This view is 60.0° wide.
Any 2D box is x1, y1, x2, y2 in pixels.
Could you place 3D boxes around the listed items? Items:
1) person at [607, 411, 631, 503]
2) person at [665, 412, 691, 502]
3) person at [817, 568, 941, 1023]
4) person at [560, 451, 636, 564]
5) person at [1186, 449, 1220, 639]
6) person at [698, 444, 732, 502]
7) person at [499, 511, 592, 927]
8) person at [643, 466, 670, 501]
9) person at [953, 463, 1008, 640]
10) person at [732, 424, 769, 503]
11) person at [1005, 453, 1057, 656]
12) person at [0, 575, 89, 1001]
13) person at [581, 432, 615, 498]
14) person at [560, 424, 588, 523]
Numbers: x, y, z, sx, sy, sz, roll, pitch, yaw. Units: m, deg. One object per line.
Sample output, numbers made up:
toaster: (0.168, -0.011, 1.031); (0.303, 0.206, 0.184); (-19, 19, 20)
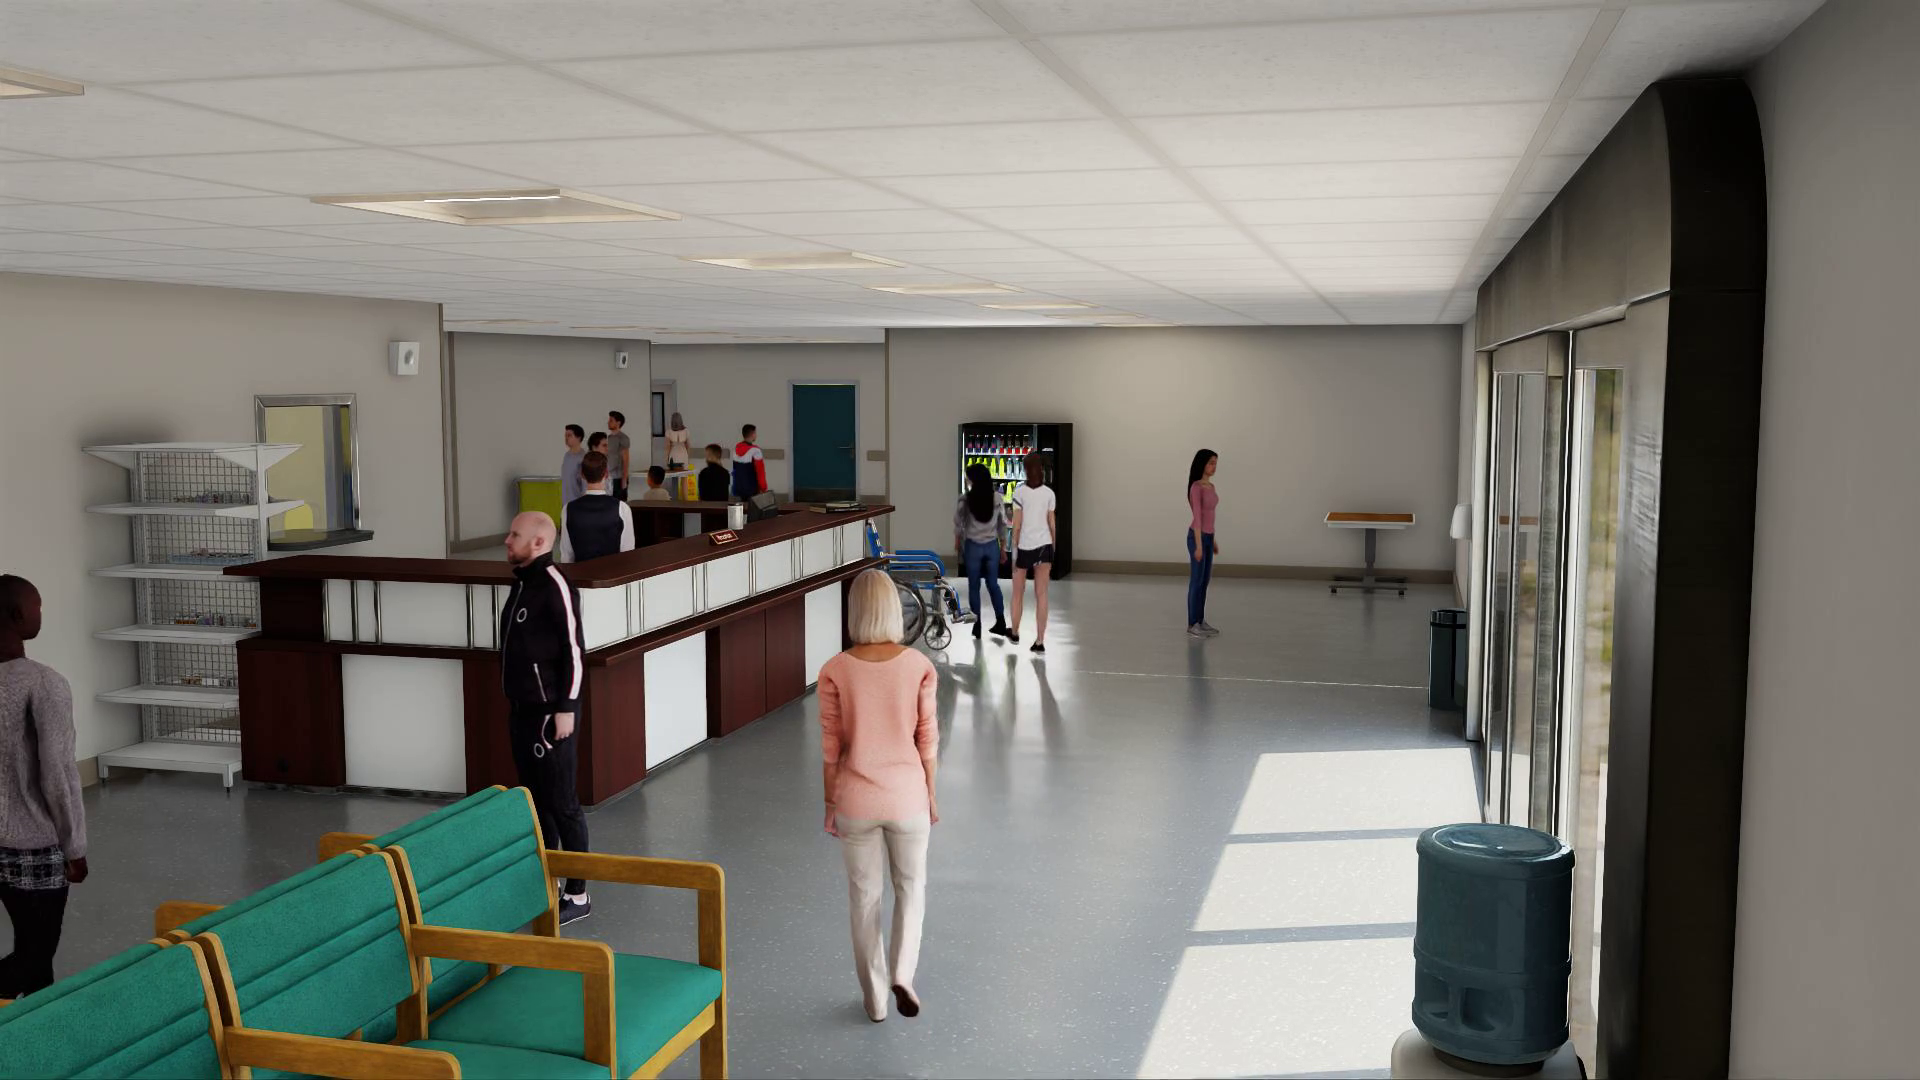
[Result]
person: (-4.891, -0.896, 23.745); (0.799, 1.896, 0.684); (-6, 8, -44)
person: (-5.007, -1.405, 29.600); (0.662, 1.737, 0.753); (-2, 6, -19)
person: (-0.282, 0.969, 6.106); (0.817, 1.717, 0.823); (-1, 6, -6)
person: (-2.367, 0.377, 10.894); (0.577, 1.935, 0.756); (0, 6, 3)
person: (2.256, 0.012, 15.497); (0.601, 1.741, 0.631); (4, 7, 32)
person: (-2.601, -0.186, 18.041); (1.134, 1.625, 0.913); (5, 8, 41)
person: (-1.844, 0.778, 7.418); (0.831, 1.835, 0.733); (-5, 7, -38)
person: (-3.186, -0.053, 17.528); (0.565, 1.463, 0.600); (3, 7, 28)
person: (0.195, 0.110, 15.169); (0.778, 1.612, 0.850); (-1, 6, -14)
person: (-2.855, -0.630, 21.934); (1.004, 1.729, 0.937); (4, 7, 37)
person: (0.651, 0.147, 14.285); (1.064, 1.715, 0.959); (-1, 6, -13)
person: (-3.174, 1.014, 5.476); (1.008, 1.753, 0.690); (2, 6, 16)
person: (-3.694, -0.157, 16.701); (0.594, 1.836, 0.685); (1, 6, 14)
person: (-4.258, -0.345, 18.560); (0.838, 1.838, 0.714); (-6, 8, -44)
